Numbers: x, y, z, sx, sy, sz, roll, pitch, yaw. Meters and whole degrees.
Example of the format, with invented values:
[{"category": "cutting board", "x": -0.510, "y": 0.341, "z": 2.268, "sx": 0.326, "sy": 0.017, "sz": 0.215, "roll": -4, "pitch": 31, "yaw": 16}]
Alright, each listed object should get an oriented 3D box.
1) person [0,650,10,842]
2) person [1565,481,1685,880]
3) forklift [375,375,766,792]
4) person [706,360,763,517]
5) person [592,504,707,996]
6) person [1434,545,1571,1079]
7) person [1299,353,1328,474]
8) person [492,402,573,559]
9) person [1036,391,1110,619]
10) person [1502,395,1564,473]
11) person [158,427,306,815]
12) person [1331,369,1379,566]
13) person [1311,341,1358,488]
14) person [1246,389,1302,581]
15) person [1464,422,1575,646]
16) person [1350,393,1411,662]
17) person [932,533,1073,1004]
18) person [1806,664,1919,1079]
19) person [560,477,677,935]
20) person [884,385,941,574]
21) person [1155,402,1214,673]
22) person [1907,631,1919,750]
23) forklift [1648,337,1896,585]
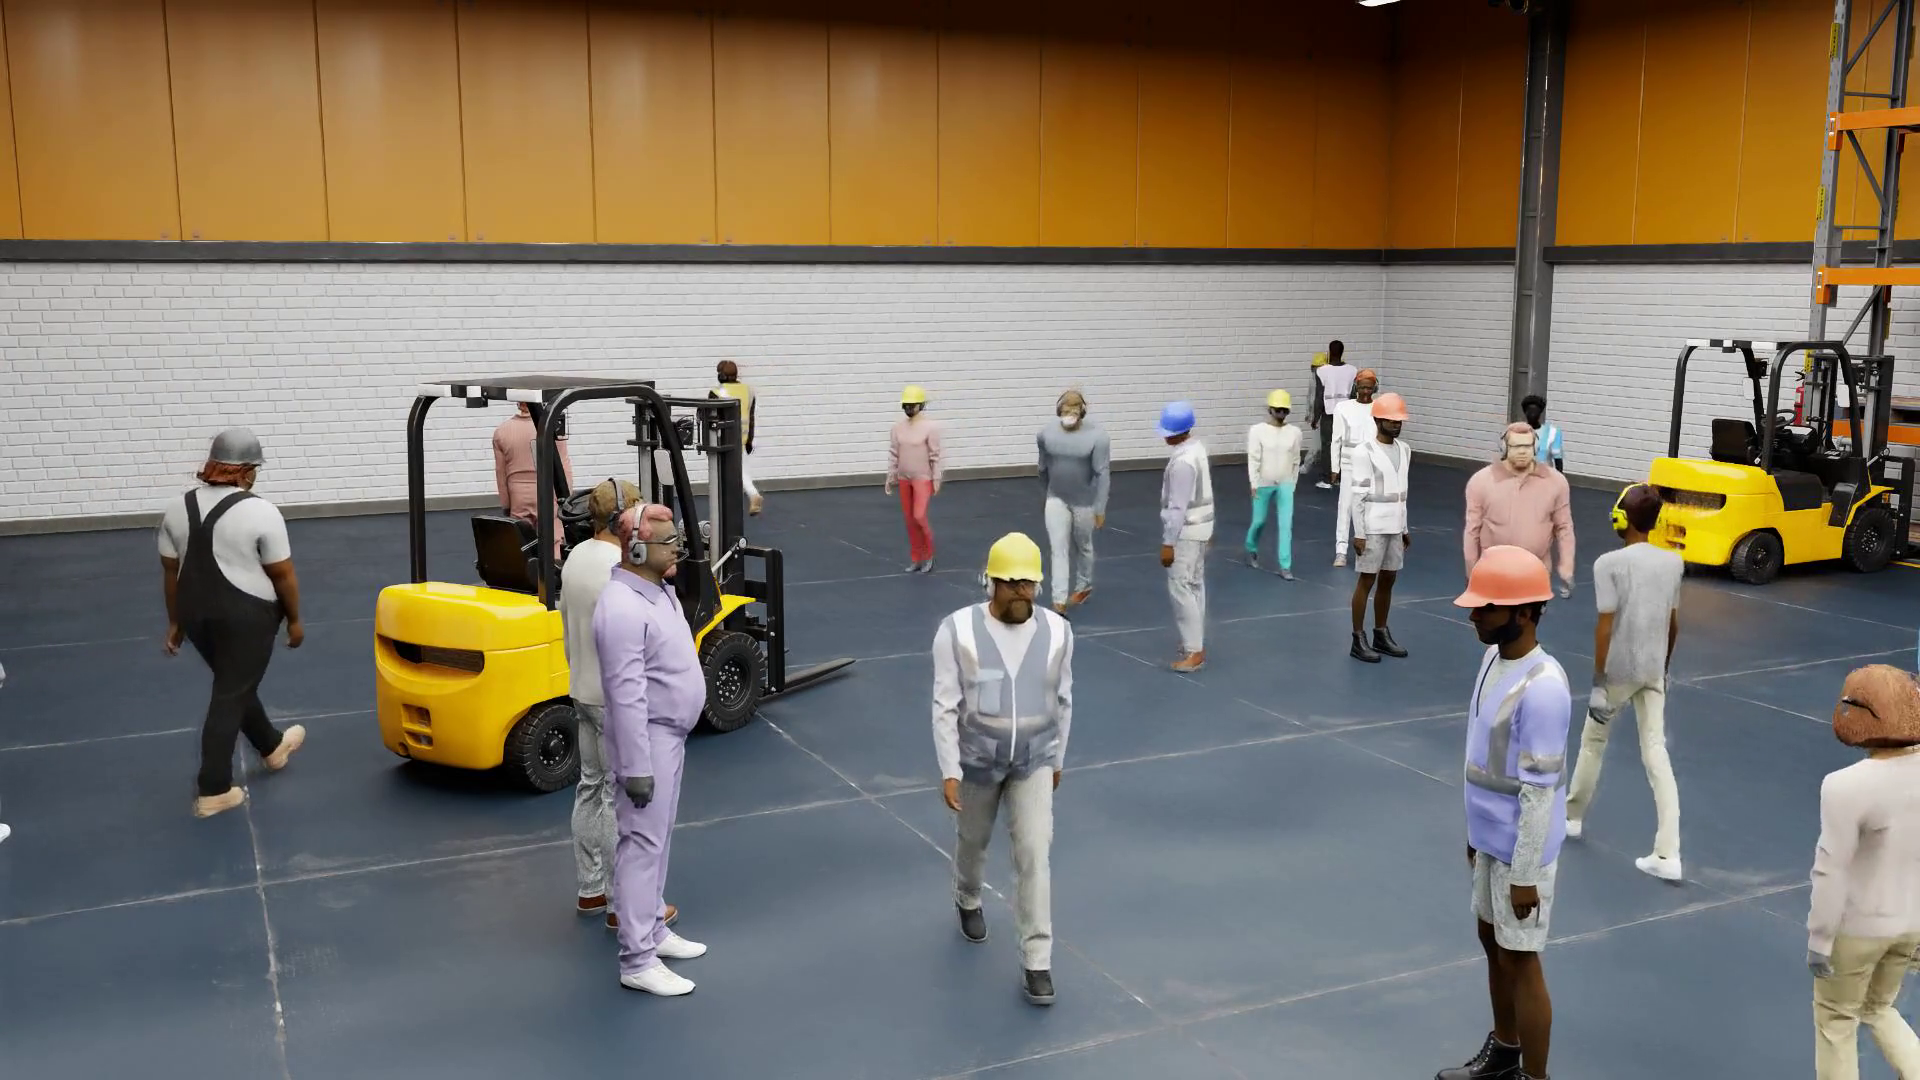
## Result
[{"category": "person", "x": -4.882, "y": 0.584, "z": 7.975, "sx": 0.514, "sy": 1.876, "sz": 0.328, "roll": -5, "pitch": 11, "yaw": -30}, {"category": "person", "x": 3.172, "y": 0.629, "z": 7.890, "sx": 0.550, "sy": 1.815, "sz": 0.997, "roll": -2, "pitch": 9, "yaw": -14}, {"category": "forklift", "x": -2.268, "y": 0.149, "z": 9.685, "sx": 1.214, "sy": 2.155, "sz": 2.313, "roll": 6, "pitch": 11, "yaw": 32}, {"category": "person", "x": -2.554, "y": -1.104, "z": 18.614, "sx": 0.580, "sy": 1.826, "sz": 0.628, "roll": 7, "pitch": 12, "yaw": 39}, {"category": "person", "x": -1.197, "y": 0.803, "z": 6.518, "sx": 0.409, "sy": 1.907, "sz": 0.651, "roll": 0, "pitch": 9, "yaw": -1}, {"category": "person", "x": 1.772, "y": 0.969, "z": 5.439, "sx": 0.383, "sy": 1.930, "sz": 0.540, "roll": 0, "pitch": 9, "yaw": 3}, {"category": "person", "x": 5.051, "y": -1.771, "z": 23.161, "sx": 0.975, "sy": 1.685, "sz": 0.497, "roll": -5, "pitch": 10, "yaw": -28}, {"category": "person", "x": -3.417, "y": -0.316, "z": 13.447, "sx": 0.642, "sy": 1.913, "sz": 0.410, "roll": 2, "pitch": 9, "yaw": 9}, {"category": "person", "x": 0.928, "y": -0.300, "z": 13.561, "sx": 0.634, "sy": 1.852, "sz": 1.108, "roll": 3, "pitch": 10, "yaw": 16}, {"category": "person", "x": 5.367, "y": -0.535, "z": 15.608, "sx": 0.539, "sy": 1.650, "sz": 0.874, "roll": 2, "pitch": 9, "yaw": 10}, {"category": "person", "x": -3.797, "y": 0.359, "z": 8.859, "sx": 0.686, "sy": 2.000, "sz": 1.039, "roll": 3, "pitch": 10, "yaw": 19}, {"category": "person", "x": 3.805, "y": -0.679, "z": 15.778, "sx": 0.572, "sy": 1.886, "sz": 0.356, "roll": 1, "pitch": 9, "yaw": 8}, {"category": "person", "x": 4.849, "y": -1.617, "z": 21.570, "sx": 0.619, "sy": 1.916, "sz": 0.445, "roll": -2, "pitch": 9, "yaw": -14}, {"category": "person", "x": 2.875, "y": -0.536, "z": 15.358, "sx": 0.520, "sy": 1.736, "sz": 0.789, "roll": -1, "pitch": 9, "yaw": -5}, {"category": "person", "x": 3.556, "y": 0.167, "z": 10.617, "sx": 0.655, "sy": 1.865, "sz": 0.981, "roll": 1, "pitch": 9, "yaw": 4}, {"category": "person", "x": 3.054, "y": -0.092, "z": 11.973, "sx": 0.552, "sy": 1.936, "sz": 0.360, "roll": -6, "pitch": 11, "yaw": -34}, {"category": "person", "x": 0.164, "y": 0.839, "z": 6.644, "sx": 0.580, "sy": 1.796, "sz": 0.920, "roll": -1, "pitch": 9, "yaw": -8}, {"category": "person", "x": 2.790, "y": 1.179, "z": 5.042, "sx": 0.513, "sy": 1.620, "sz": 0.483, "roll": -3, "pitch": 10, "yaw": -20}, {"category": "person", "x": -1.474, "y": 0.695, "z": 7.085, "sx": 0.355, "sy": 1.938, "sz": 0.634, "roll": -7, "pitch": 11, "yaw": -36}, {"category": "person", "x": -0.427, "y": -0.554, "z": 15.393, "sx": 0.523, "sy": 1.755, "sz": 0.441, "roll": 6, "pitch": 11, "yaw": 32}, {"category": "person", "x": 1.602, "y": -0.038, "z": 11.787, "sx": 0.393, "sy": 1.900, "sz": 0.713, "roll": 3, "pitch": 10, "yaw": 18}, {"category": "person", "x": 4.971, "y": 0.649, "z": 8.301, "sx": 0.523, "sy": 1.638, "sz": 0.311, "roll": -4, "pitch": 10, "yaw": -22}, {"category": "forklift", "x": 7.551, "y": -0.789, "z": 15.507, "sx": 2.313, "sy": 2.155, "sz": 1.214, "roll": -4, "pitch": 10, "yaw": -25}]
